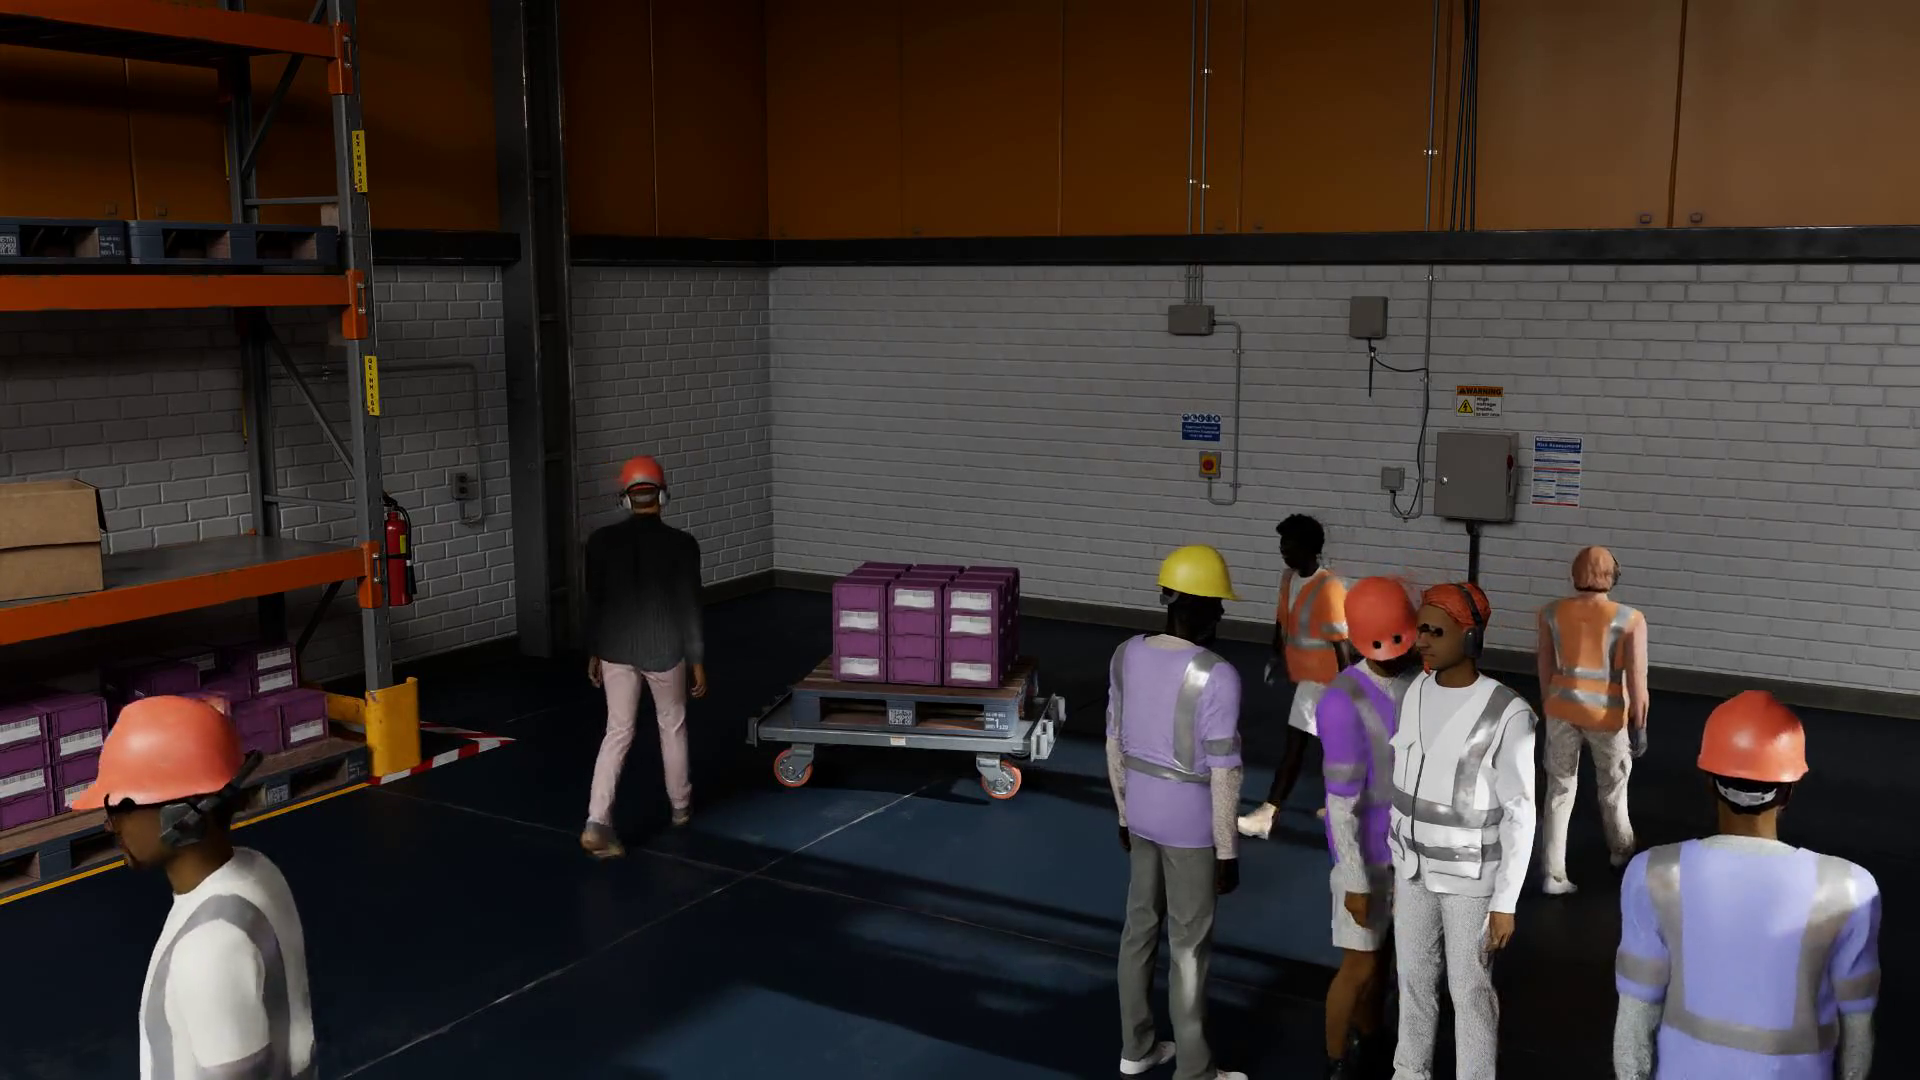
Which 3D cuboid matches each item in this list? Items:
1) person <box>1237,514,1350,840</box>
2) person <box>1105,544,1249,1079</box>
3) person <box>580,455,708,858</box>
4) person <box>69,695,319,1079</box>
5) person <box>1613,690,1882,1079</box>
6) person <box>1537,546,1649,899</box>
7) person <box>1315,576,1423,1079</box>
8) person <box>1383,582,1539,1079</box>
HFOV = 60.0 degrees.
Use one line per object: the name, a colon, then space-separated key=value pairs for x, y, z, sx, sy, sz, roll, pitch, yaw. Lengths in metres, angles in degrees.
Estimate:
person: x=1.725 y=0.680 z=8.378 sx=0.879 sy=1.633 sz=0.601 roll=-2 pitch=9 yaw=-13
person: x=0.757 y=0.968 z=5.758 sx=0.392 sy=1.919 sz=0.589 roll=-7 pitch=11 yaw=-37
person: x=-1.582 y=0.567 z=8.225 sx=0.665 sy=1.943 sz=1.004 roll=1 pitch=9 yaw=7
person: x=-1.575 y=1.305 z=3.327 sx=0.749 sy=2.018 sz=0.647 roll=-3 pitch=9 yaw=-16
person: x=1.782 y=1.294 z=3.833 sx=0.540 sy=1.900 sz=0.996 roll=6 pitch=11 yaw=32
person: x=2.926 y=0.822 z=7.675 sx=0.564 sy=1.584 sz=0.859 roll=8 pitch=12 yaw=40
person: x=1.454 y=1.017 z=5.618 sx=0.364 sy=1.889 sz=0.749 roll=8 pitch=12 yaw=40
person: x=1.537 y=1.061 z=5.291 sx=0.347 sy=1.882 sz=0.584 roll=-5 pitch=11 yaw=-31
